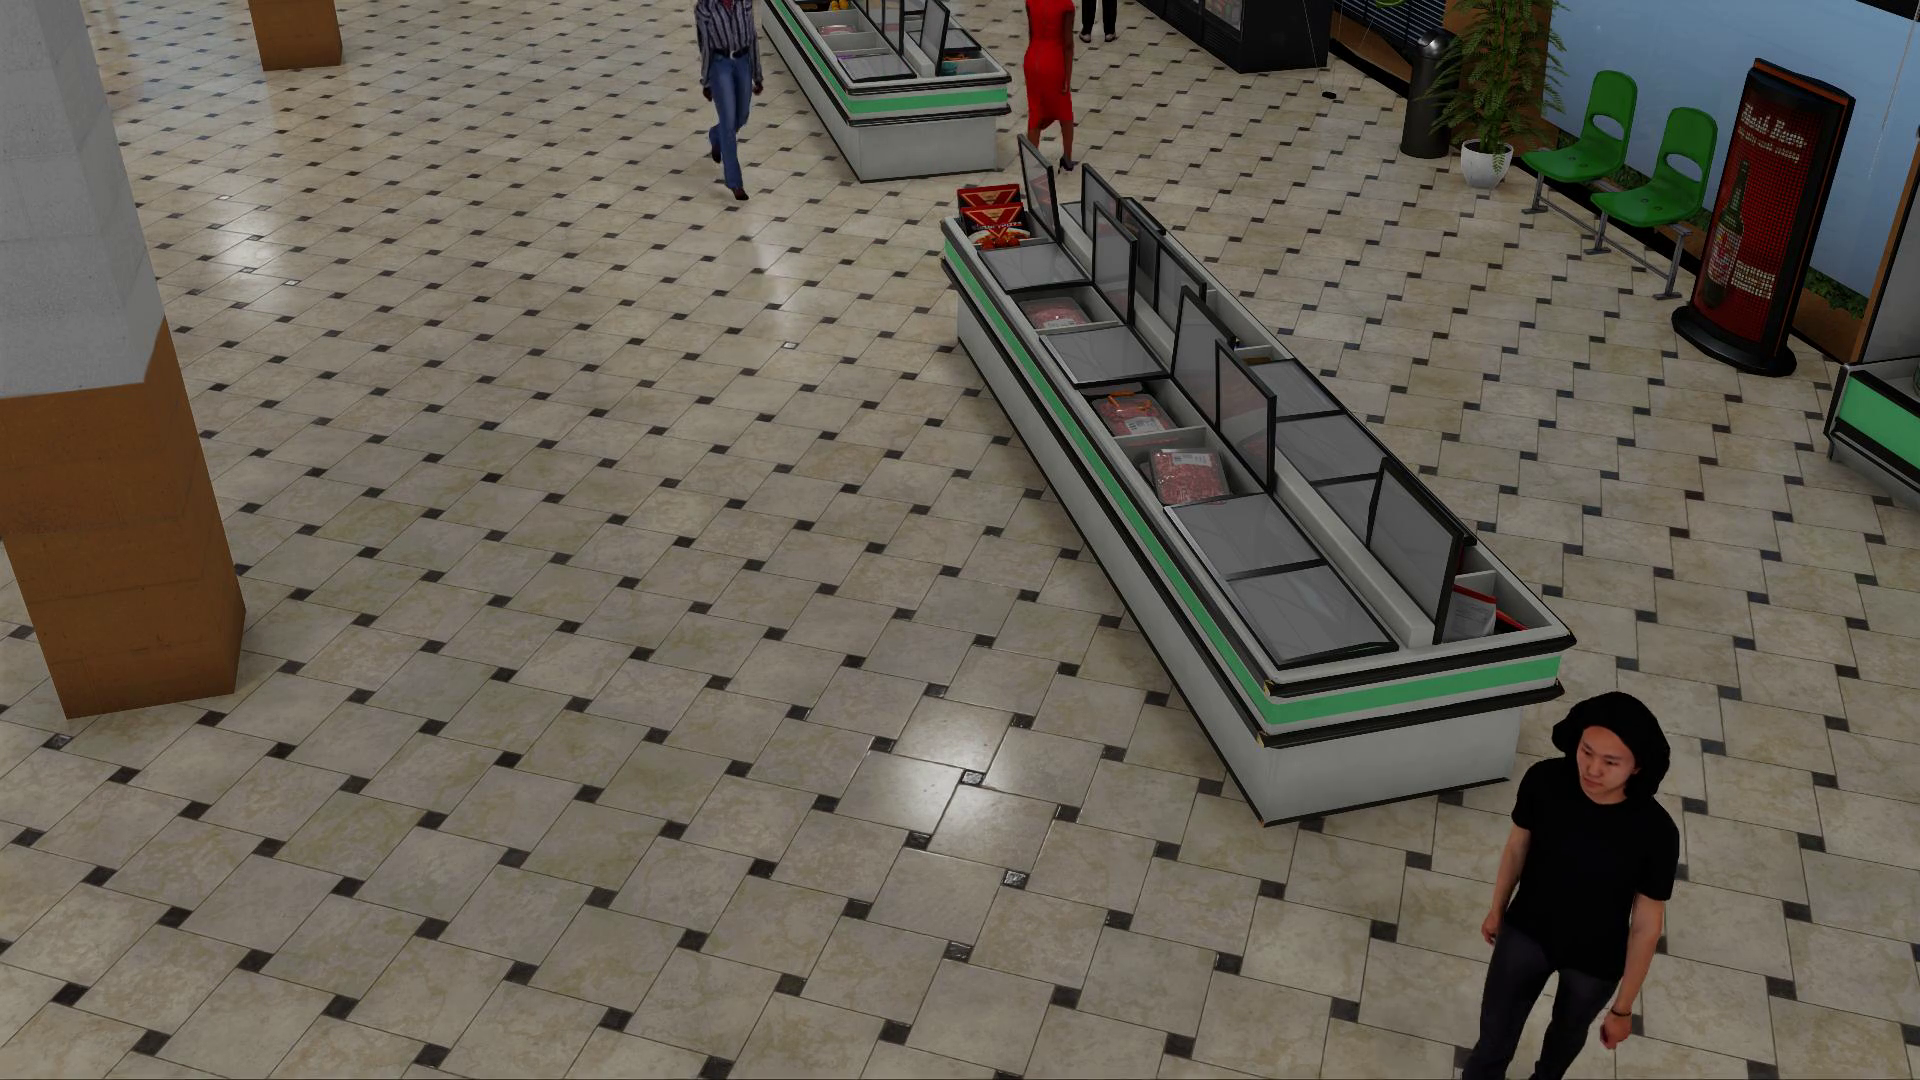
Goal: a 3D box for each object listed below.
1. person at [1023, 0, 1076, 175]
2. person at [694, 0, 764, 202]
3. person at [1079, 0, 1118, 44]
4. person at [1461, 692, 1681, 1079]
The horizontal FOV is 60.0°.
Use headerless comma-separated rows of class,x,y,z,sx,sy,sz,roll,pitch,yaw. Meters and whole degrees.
person,0.612,-3.485,12.543,0.840,1.720,0.932,14,34,21
person,-1.773,-3.500,12.525,0.875,1.764,1.140,-20,37,-29
person,1.357,-5.672,16.156,0.701,1.617,0.697,-1,32,-1
person,1.859,1.154,5.004,1.095,1.809,1.103,22,38,31
